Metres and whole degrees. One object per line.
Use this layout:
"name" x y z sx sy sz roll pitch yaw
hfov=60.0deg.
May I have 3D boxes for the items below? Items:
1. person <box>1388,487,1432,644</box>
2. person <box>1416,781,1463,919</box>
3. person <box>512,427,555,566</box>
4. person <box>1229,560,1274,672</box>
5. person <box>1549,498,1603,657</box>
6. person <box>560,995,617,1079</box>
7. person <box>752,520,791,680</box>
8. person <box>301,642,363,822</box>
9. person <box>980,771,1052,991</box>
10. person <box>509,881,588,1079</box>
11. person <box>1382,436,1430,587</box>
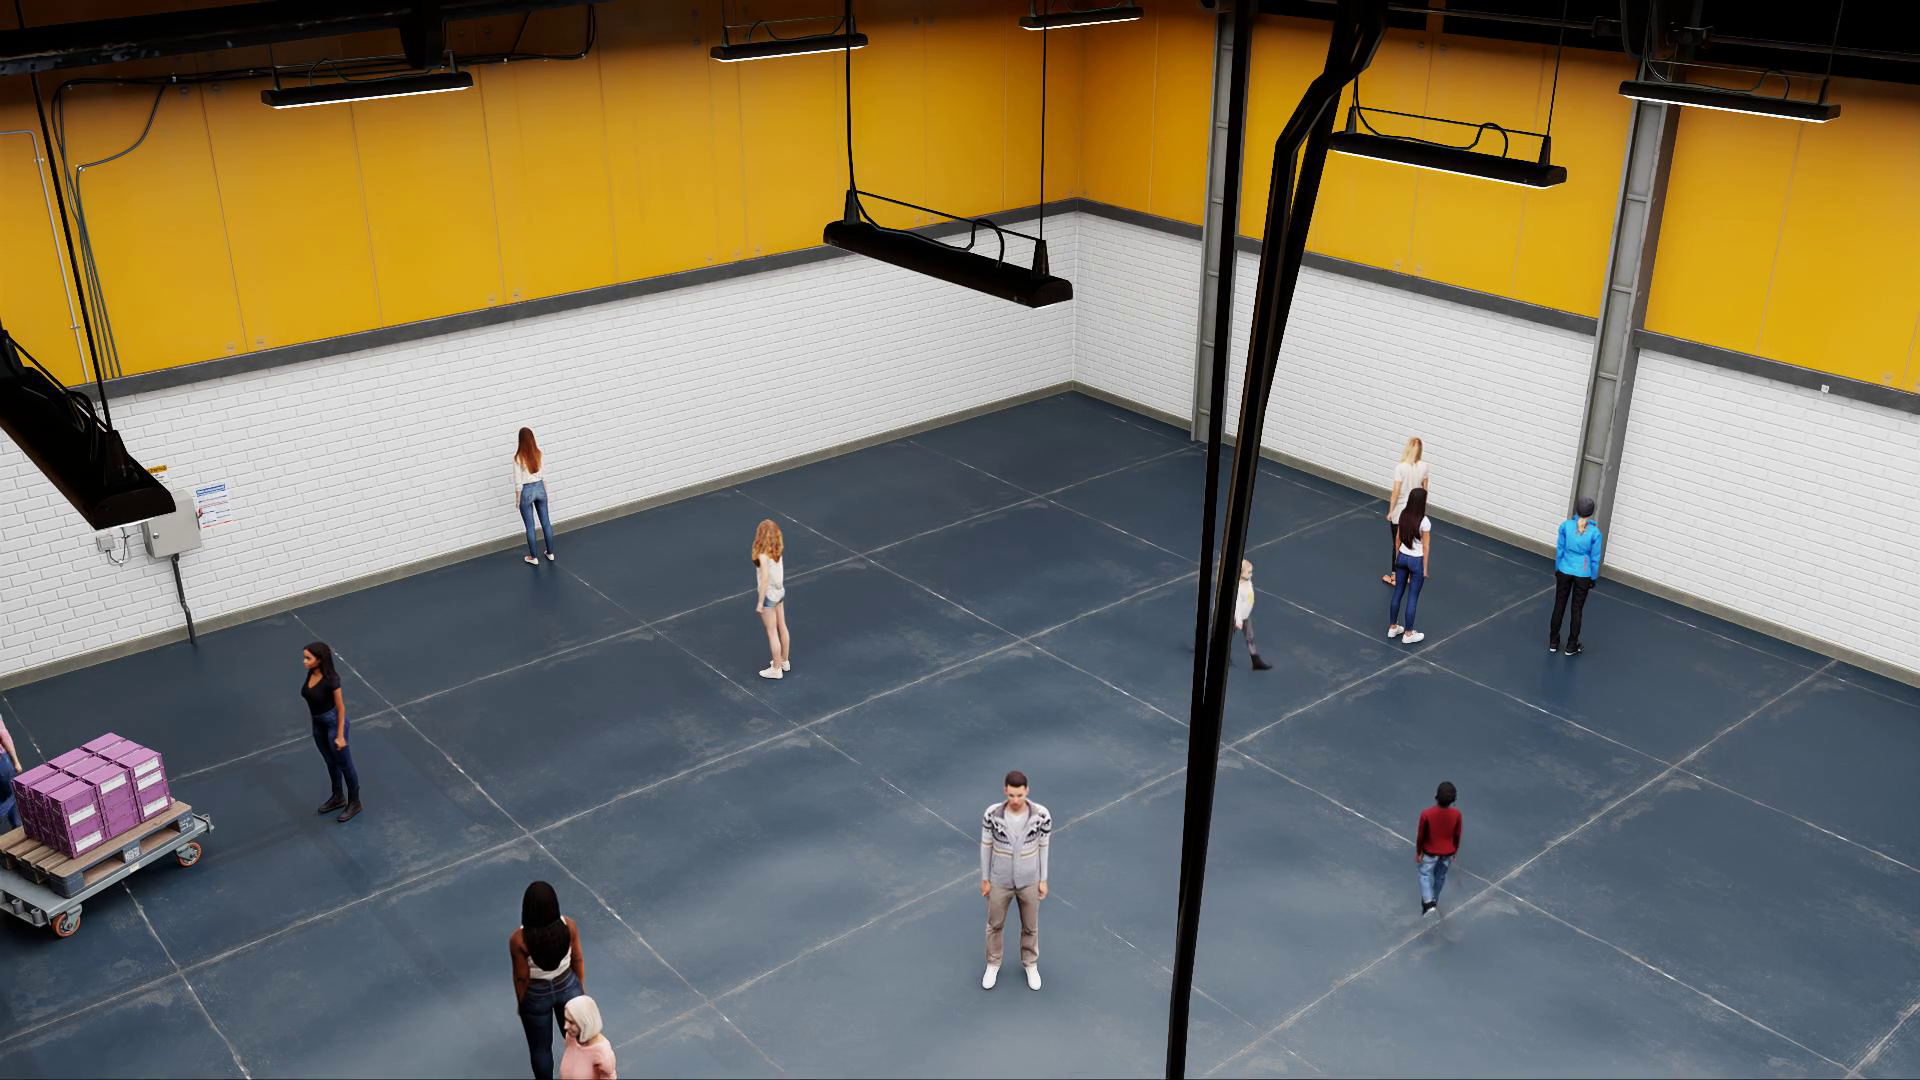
"person" 4.903 0.261 18.107 0.667 1.774 0.485 -15 28 -31
"person" 3.904 2.542 13.550 0.723 1.245 0.794 1 24 2
"person" -5.139 -0.543 20.003 0.578 1.728 0.506 -17 29 -33
"person" 2.892 0.788 17.561 0.937 1.246 0.621 18 29 35
"person" 6.581 0.378 17.811 0.527 1.797 0.716 18 29 35
"person" -2.323 3.593 10.544 0.533 1.726 0.704 17 29 34
"person" -1.943 0.608 17.331 0.647 1.759 0.647 10 26 22
"person" -5.634 1.685 14.894 0.552 1.739 0.680 15 28 31
"person" 0.418 2.567 12.723 0.764 1.861 0.798 0 24 -1
"person" -2.821 3.137 11.484 0.706 1.809 0.685 -11 26 -23
"person" 5.220 -0.334 19.404 0.691 1.825 0.691 -5 24 -10
